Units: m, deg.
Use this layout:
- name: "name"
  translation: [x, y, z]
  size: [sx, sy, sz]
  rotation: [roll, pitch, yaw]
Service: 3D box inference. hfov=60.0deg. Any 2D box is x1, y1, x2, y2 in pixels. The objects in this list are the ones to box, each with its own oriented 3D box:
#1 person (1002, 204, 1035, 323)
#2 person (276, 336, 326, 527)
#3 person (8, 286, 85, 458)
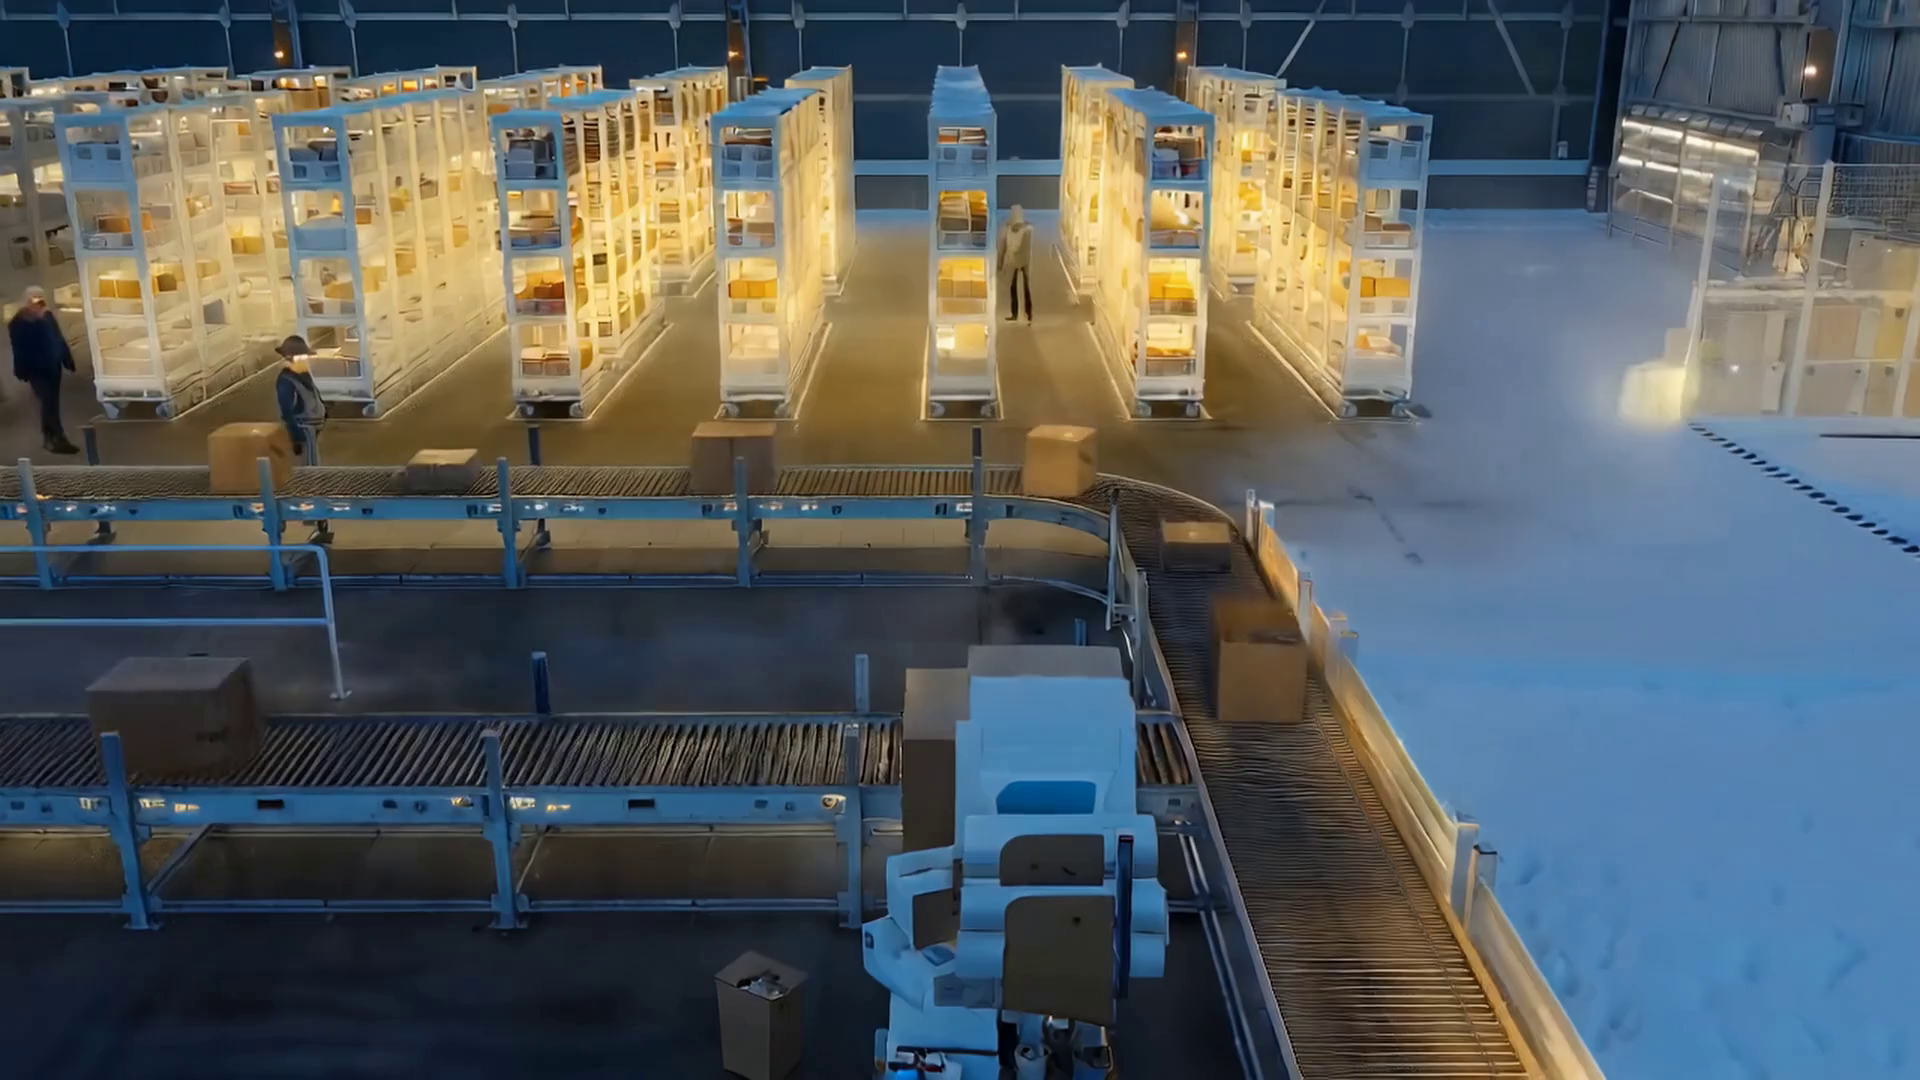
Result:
- name: "person"
  translation: [0.914, -4.324, 25.999]
  size: [0.575, 1.830, 0.388]
  rotation: [12, 21, 32]
- name: "person"
  translation: [-6.263, -1.046, 15.893]
  size: [0.403, 1.832, 0.593]
  rotation: [-1, 18, -4]
- name: "person"
  translation: [-9.920, -1.844, 18.257]
  size: [0.738, 1.884, 0.678]
  rotation: [3, 18, 9]
